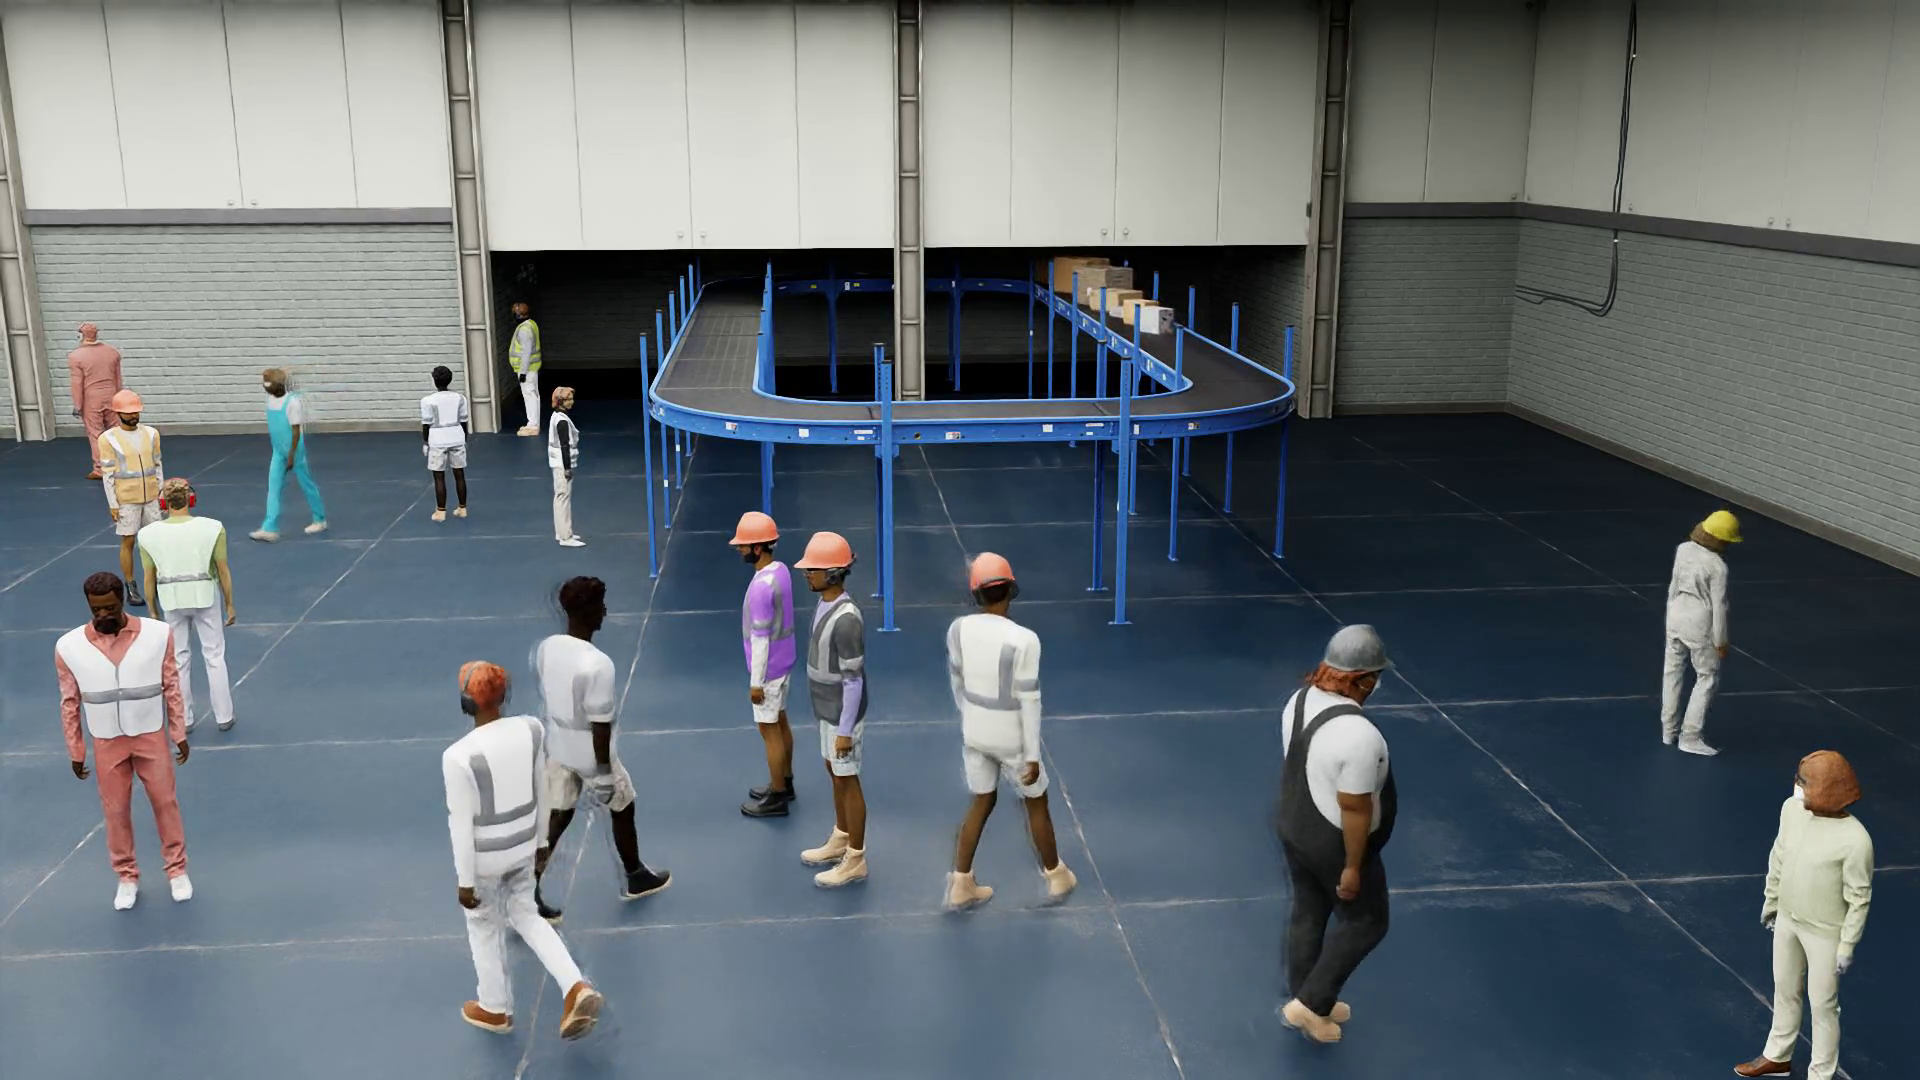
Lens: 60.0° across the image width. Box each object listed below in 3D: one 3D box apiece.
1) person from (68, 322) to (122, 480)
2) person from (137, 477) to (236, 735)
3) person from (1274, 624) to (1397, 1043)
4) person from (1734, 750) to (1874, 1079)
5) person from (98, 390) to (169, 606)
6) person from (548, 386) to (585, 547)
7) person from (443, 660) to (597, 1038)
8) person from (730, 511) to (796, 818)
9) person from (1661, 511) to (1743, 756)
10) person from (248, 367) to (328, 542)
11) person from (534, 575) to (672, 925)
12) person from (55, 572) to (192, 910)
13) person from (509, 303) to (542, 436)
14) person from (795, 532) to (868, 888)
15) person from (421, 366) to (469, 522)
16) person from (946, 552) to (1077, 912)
[{"bbox_3d":[-10.467,-1.682,20.157,0.401,1.910,0.640,8,16,30],"label":"person"},{"bbox_3d":[-5.402,0.476,11.670,0.561,1.836,0.395,-5,15,-18],"label":"person"},{"bbox_3d":[1.756,1.353,7.743,0.539,2.000,0.697,-5,15,-19],"label":"person"},{"bbox_3d":[3.690,1.685,7.239,0.279,1.631,0.507,-4,15,-15],"label":"person"},{"bbox_3d":[-7.368,-0.387,14.913,0.361,1.938,0.545,10,17,34],"label":"person"},{"bbox_3d":[-4.041,-0.753,16.987,0.315,1.636,0.515,-5,15,-18],"label":"person"},{"bbox_3d":[-2.066,1.464,7.689,0.740,1.863,0.571,9,17,33],"label":"person"},{"bbox_3d":[-1.216,0.768,10.319,0.382,1.929,0.538,2,14,7],"label":"person"},{"bbox_3d":[5.027,0.619,11.380,0.365,1.704,0.553,-5,15,-21],"label":"person"},{"bbox_3d":[-7.000,-0.887,17.211,0.517,1.792,0.948,7,15,25],"label":"person"},{"bbox_3d":[-2.049,1.121,8.928,0.616,1.923,0.982,12,18,39],"label":"person"},{"bbox_3d":[-4.564,1.081,9.111,0.597,1.907,0.407,-7,15,-25],"label":"person"},{"bbox_3d":[-6.016,-2.366,23.040,0.429,1.837,0.620,-1,14,-5],"label":"person"},{"bbox_3d":[-0.714,0.948,9.353,0.387,2.045,0.605,-4,15,-15],"label":"person"},{"bbox_3d":[-5.571,-1.045,18.053,0.535,1.690,0.320,-13,19,-41],"label":"person"},{"bbox_3d":[0.240,1.050,9.084,0.655,1.988,0.754,12,18,39],"label":"person"}]
